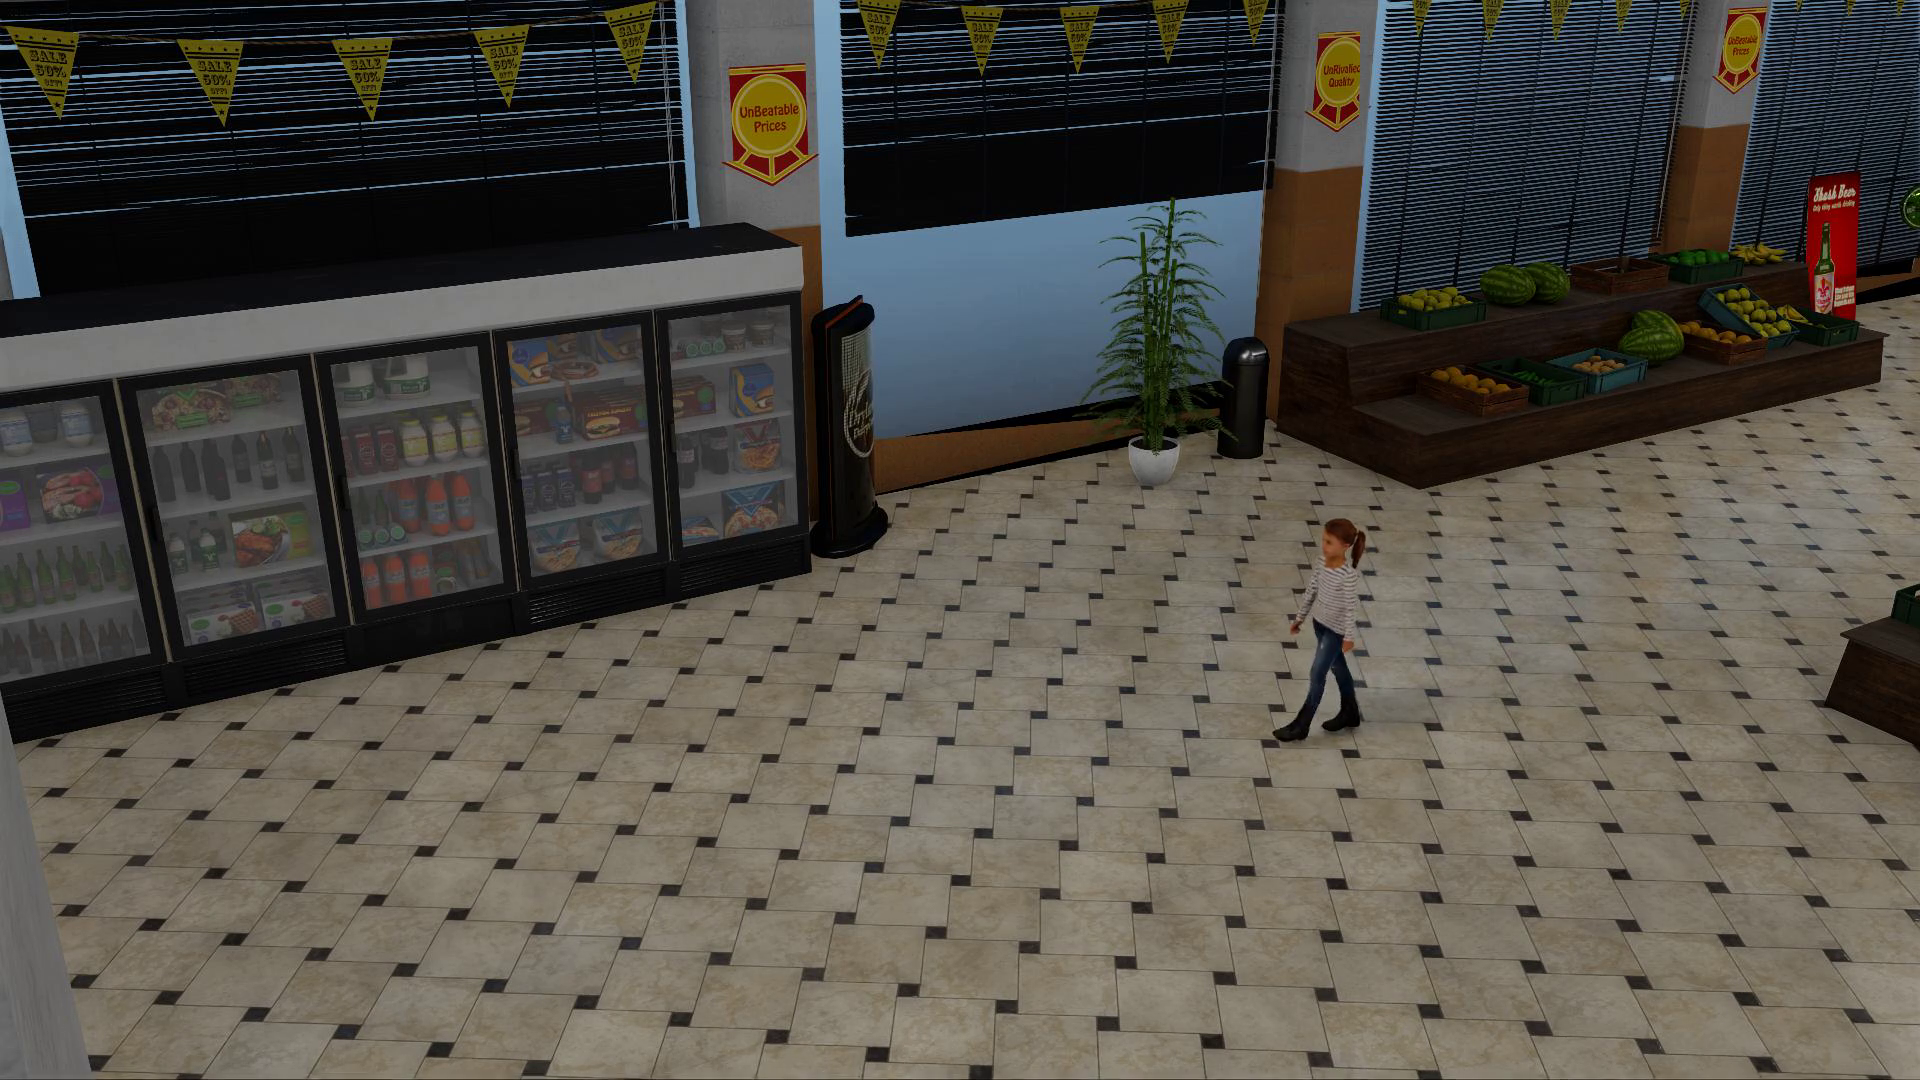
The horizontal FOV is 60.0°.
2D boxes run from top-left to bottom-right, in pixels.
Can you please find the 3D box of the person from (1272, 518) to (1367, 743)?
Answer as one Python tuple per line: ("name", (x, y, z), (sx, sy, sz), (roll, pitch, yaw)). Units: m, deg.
("person", (2.127, 0.491, 9.230), (0.844, 1.294, 0.585), (-6, 23, -16))
